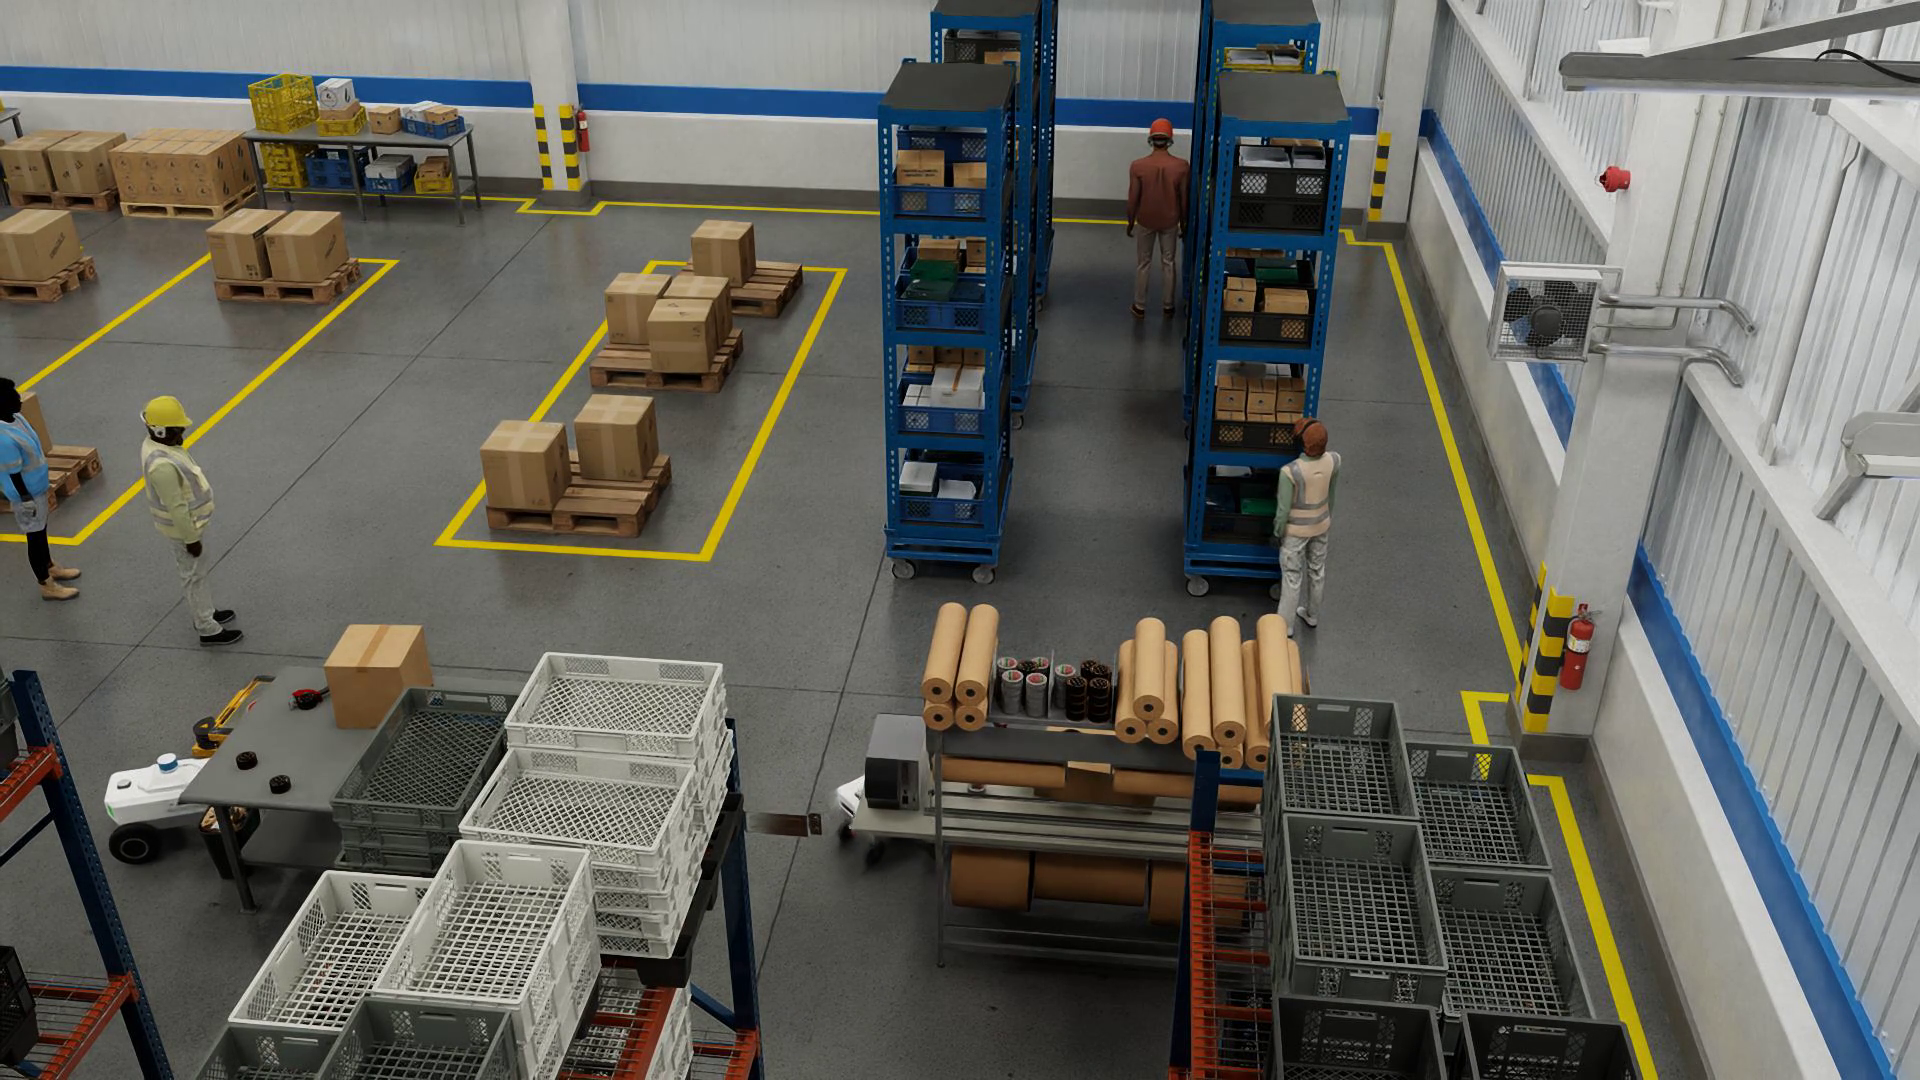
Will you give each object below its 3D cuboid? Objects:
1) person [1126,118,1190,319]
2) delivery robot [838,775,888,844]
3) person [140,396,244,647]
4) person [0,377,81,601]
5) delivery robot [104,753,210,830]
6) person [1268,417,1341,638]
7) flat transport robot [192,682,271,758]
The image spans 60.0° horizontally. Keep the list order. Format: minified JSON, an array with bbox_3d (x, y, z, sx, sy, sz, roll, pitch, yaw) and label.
[{"bbox_3d":[1.939,-3.146,16.359,0.611,1.985,0.393,1,30,1],"label":"person"},{"bbox_3d":[-0.360,1.473,9.747,0.707,0.478,0.477,-21,36,-32],"label":"delivery robot"},{"bbox_3d":[-5.275,-0.134,11.347,0.404,1.821,0.588,-14,33,-23],"label":"person"},{"bbox_3d":[-6.648,-0.373,11.879,0.316,1.695,0.542,-11,32,-18],"label":"person"},{"bbox_3d":[-4.594,1.472,9.748,0.707,0.478,0.477,-8,31,-13],"label":"delivery robot"},{"bbox_3d":[2.356,-0.083,11.434,0.513,1.642,0.313,-16,34,-25],"label":"person"},{"bbox_3d":[-4.089,1.163,10.648,1.431,0.197,0.652,3,30,6],"label":"flat transport robot"}]
